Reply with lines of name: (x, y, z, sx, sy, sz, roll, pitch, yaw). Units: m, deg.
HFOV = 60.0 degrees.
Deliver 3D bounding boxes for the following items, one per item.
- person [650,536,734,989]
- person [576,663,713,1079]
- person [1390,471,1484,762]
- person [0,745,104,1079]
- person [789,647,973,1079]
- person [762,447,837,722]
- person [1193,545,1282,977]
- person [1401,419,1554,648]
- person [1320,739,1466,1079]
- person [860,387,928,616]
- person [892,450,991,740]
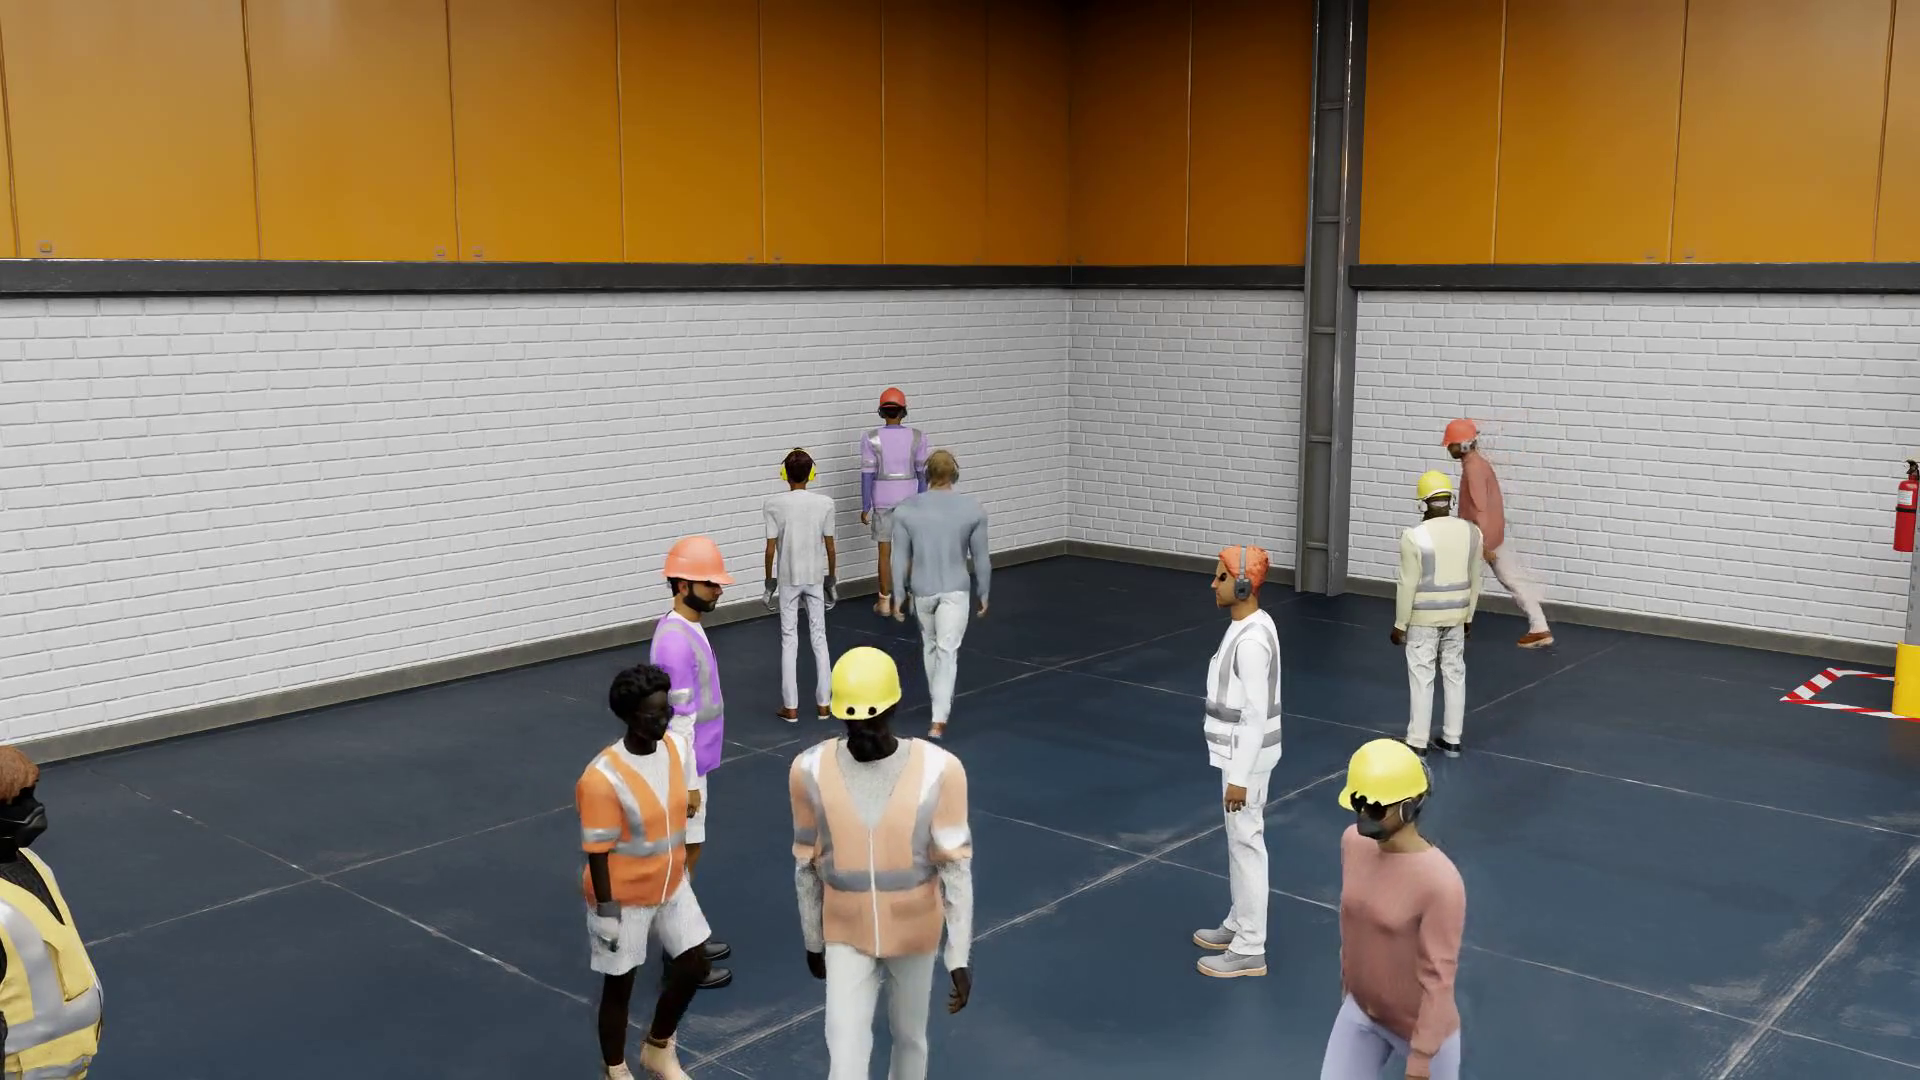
person: (-1.139, 0.940, 7.144, 0.370, 1.933, 0.551, -1, 9, -7)
person: (-1.129, 1.254, 5.944, 0.423, 1.676, 0.565, 6, 11, 34)
person: (2.959, 0.477, 10.406, 0.588, 1.822, 0.403, -3, 10, -19)
person: (-2.464, 1.433, 4.346, 0.429, 1.844, 0.627, -3, 10, -20)
person: (-0.259, 1.264, 5.277, 0.607, 1.872, 0.978, 1, 9, 5)
person: (-1.095, 0.306, 11.333, 0.513, 1.871, 0.329, -2, 9, -14)
person: (1.216, 0.952, 7.235, 0.352, 1.883, 0.579, 1, 9, 7)
person: (4.269, -0.038, 13.493, 1.205, 1.891, 0.636, 4, 10, 23)
person: (1.289, 1.407, 4.931, 0.948, 1.707, 0.530, -5, 10, -28)
person: (-0.594, -0.339, 14.848, 0.611, 2.040, 0.393, -2, 9, -13)
person: (-0.122, 0.342, 11.058, 0.643, 1.890, 1.044, 1, 9, 8)
